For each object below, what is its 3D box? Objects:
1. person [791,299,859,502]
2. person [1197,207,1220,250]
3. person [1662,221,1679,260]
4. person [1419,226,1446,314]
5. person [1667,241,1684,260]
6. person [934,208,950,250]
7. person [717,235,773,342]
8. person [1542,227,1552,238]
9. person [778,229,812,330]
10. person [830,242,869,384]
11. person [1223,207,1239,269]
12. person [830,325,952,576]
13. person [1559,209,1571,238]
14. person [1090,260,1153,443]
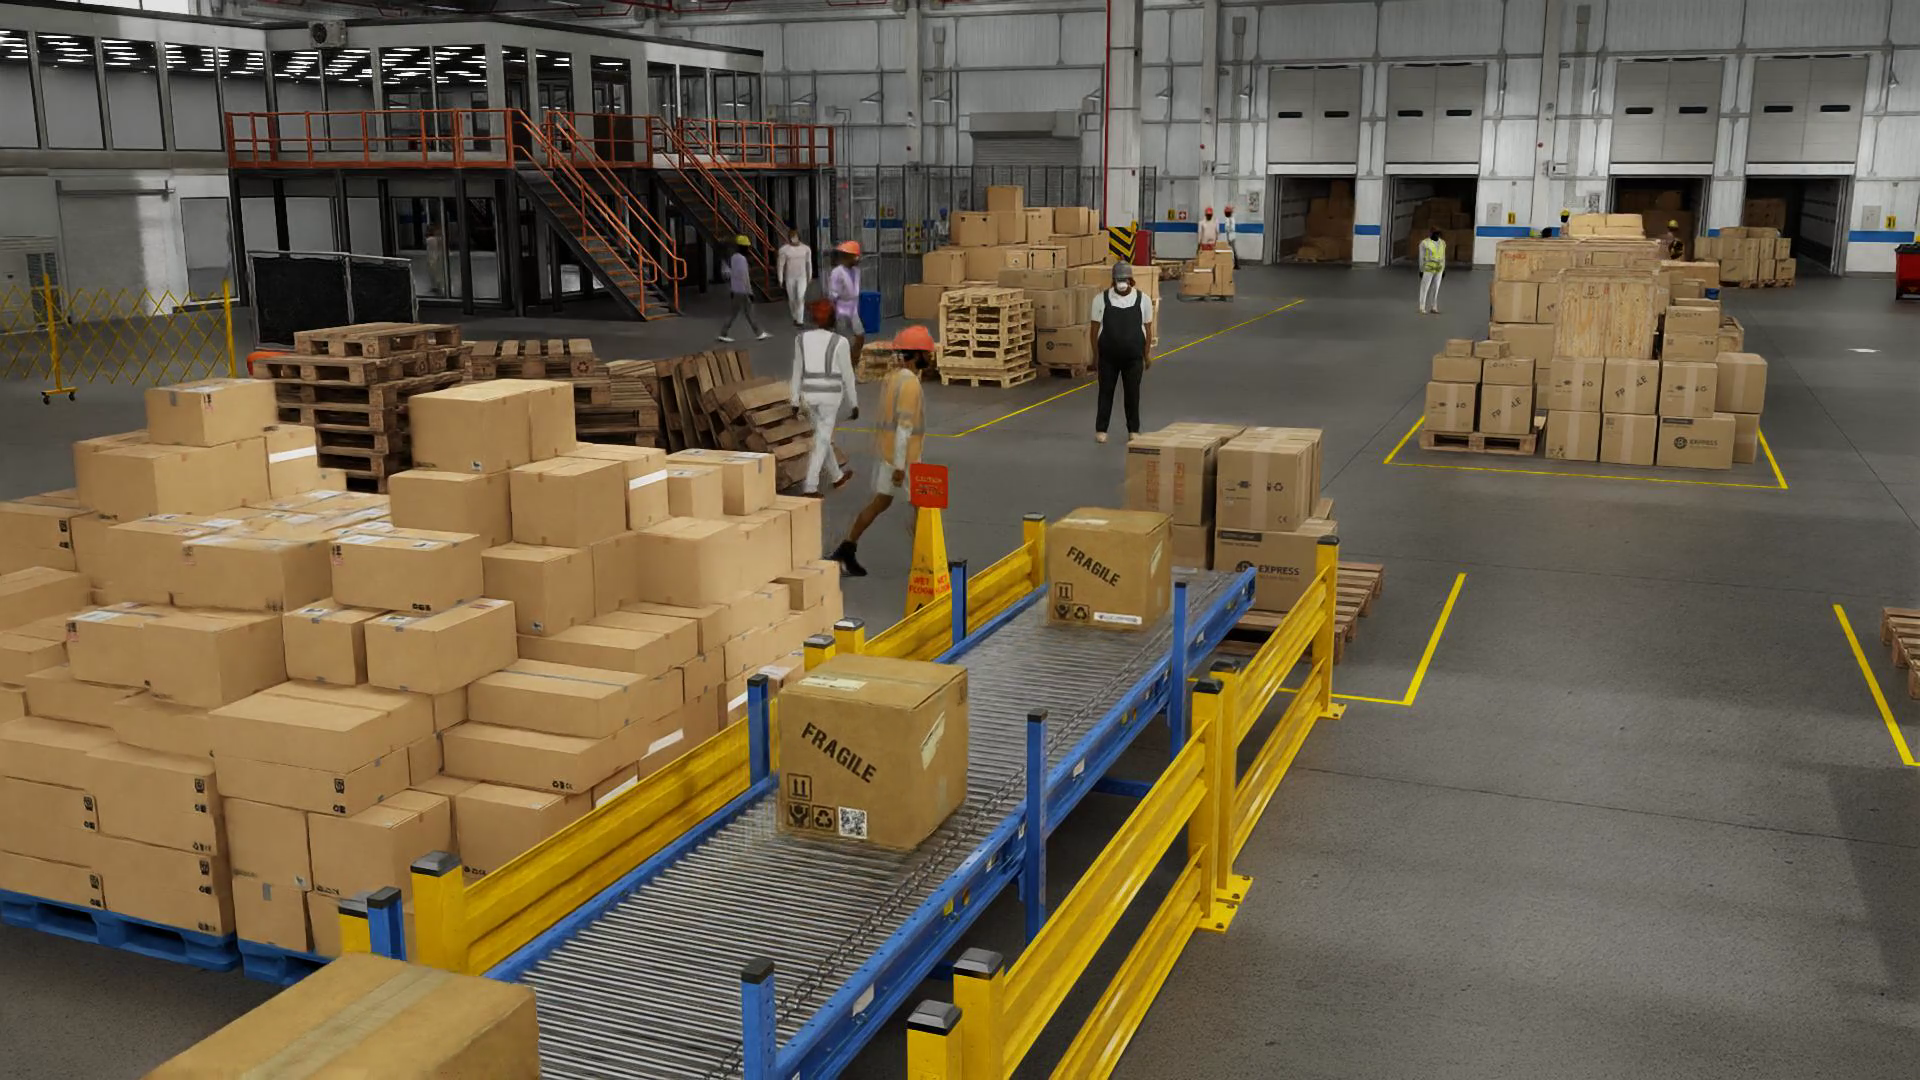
[{"bbox_3d":[-1.218,-1.286,15.311,0.596,1.833,0.987,7,15,30],"label":"person"},{"bbox_3d":[6.979,-8.316,46.564,0.655,1.954,0.917,0,13,-1],"label":"person"},{"bbox_3d":[17.907,-7.121,41.693,0.800,1.733,0.547,4,13,16],"label":"person"},{"bbox_3d":[9.929,-5.663,34.942,0.633,1.839,0.429,-4,13,-18],"label":"person"},{"bbox_3d":[11.870,-4.035,27.658,0.728,1.839,0.488,6,14,26],"label":"person"},{"bbox_3d":[-0.463,-8.278,46.437,0.602,1.944,0.397,1,13,3],"label":"person"},{"bbox_3d":[-3.842,-4.423,29.313,1.010,1.873,0.611,-4,13,-18],"label":"person"},{"bbox_3d":[13.605,-6.435,38.750,0.362,1.683,0.548,-1,13,-5],"label":"person"},{"bbox_3d":[-3.151,-5.004,31.875,0.644,1.903,0.958,-1,13,-3],"label":"person"},{"bbox_3d":[-1.541,-3.168,23.371,0.779,2.003,0.697,10,16,38],"label":"person"},{"bbox_3d":[8.122,-9.201,50.700,0.991,1.883,0.578,8,15,32],"label":"person"},{"bbox_3d":[-0.496,-0.647,12.357,1.002,1.894,0.551,-3,13,-14],"label":"person"},{"bbox_3d":[16.581,-8.101,45.677,0.364,1.928,0.586,6,14,24],"label":"person"},{"bbox_3d":[1.786,-2.079,18.409,0.688,2.000,0.536,1,13,2],"label":"person"}]
